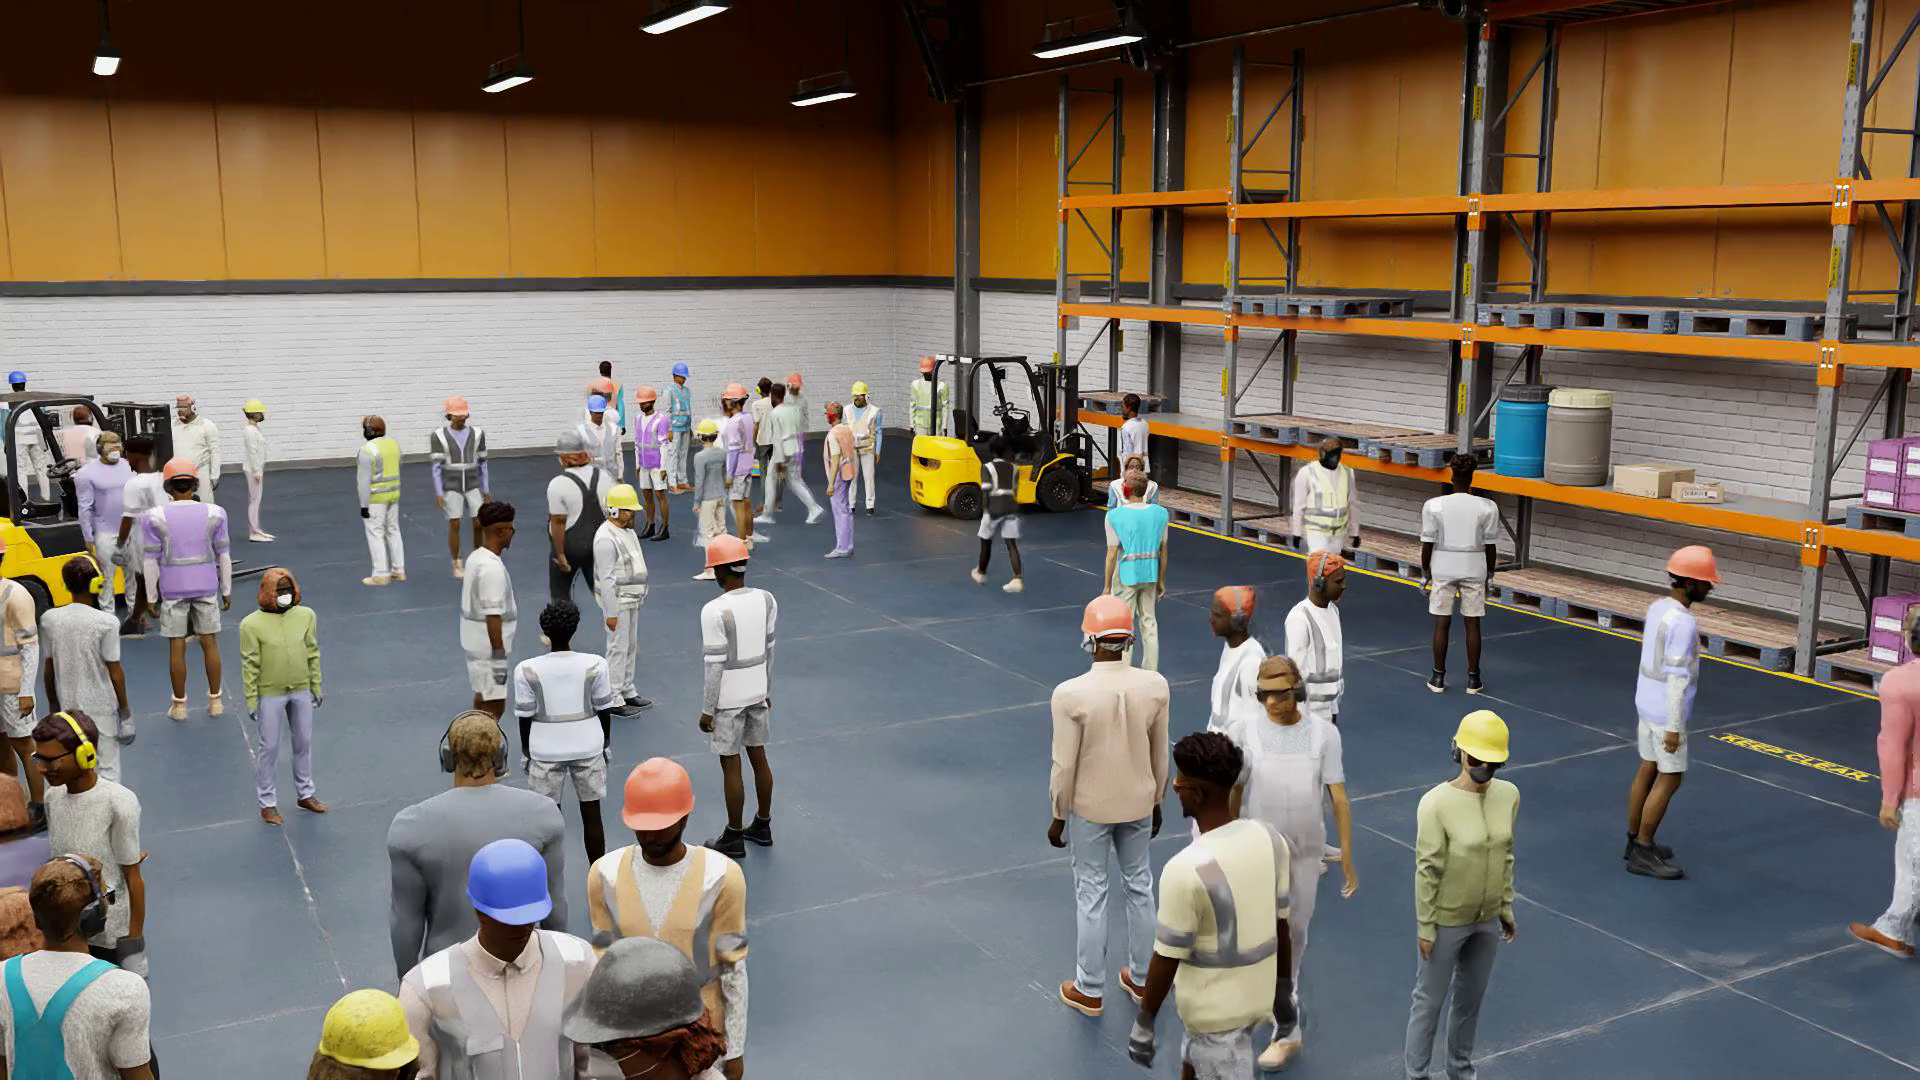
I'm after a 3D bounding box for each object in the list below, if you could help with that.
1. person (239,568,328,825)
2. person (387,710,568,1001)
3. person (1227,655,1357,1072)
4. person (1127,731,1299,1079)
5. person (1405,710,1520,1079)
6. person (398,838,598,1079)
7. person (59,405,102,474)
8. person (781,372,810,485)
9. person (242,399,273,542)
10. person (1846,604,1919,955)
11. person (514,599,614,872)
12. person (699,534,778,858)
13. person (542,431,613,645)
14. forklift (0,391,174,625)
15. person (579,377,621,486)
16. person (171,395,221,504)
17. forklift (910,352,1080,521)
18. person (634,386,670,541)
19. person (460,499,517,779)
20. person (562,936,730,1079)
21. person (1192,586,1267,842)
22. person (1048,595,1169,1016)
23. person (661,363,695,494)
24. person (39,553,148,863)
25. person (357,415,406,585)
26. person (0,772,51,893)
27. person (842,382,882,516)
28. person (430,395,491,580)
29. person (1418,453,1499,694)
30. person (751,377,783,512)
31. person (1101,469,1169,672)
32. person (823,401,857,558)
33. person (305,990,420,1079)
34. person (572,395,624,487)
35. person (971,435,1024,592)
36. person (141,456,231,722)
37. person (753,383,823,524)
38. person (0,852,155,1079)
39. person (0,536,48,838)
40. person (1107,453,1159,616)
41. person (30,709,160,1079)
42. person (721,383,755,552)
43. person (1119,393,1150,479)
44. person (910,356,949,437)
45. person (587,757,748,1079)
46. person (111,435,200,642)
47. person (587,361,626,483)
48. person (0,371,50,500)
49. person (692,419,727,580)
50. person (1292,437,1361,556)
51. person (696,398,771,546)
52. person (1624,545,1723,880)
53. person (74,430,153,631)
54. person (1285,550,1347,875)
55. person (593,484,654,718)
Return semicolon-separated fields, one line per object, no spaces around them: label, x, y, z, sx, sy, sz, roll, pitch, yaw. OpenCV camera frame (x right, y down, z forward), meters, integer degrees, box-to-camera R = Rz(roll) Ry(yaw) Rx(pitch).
person;-4.259;0.971;10.464;0.276;1.627;0.497;9;13;42
person;-1.761;1.575;6.140;0.636;1.928;0.386;-5;11;-26
person;1.463;1.409;7.417;0.552;1.815;0.629;1;10;3
person;0.879;1.616;5.932;1.011;1.908;0.622;9;13;42
person;2.069;1.542;6.783;0.526;1.765;0.329;-5;11;-27
person;-1.307;1.791;4.853;0.604;1.939;0.416;-6;11;-31
person;-10.028;-0.651;19.240;0.650;1.821;0.555;2;10;14
person;-2.589;-1.723;25.637;0.583;1.732;0.582;-7;12;-35
person;-8.712;-0.862;20.619;0.326;1.767;0.532;-3;10;-19
person;4.858;1.259;8.118;0.630;1.887;0.982;-3;10;-19
person;-2.166;1.165;9.148;0.532;1.696;0.319;-3;10;-17
person;-1.337;0.921;9.882;0.367;1.930;0.542;8;13;38
person;-3.376;-0.009;14.912;0.958;2.000;0.682;9;13;43
forklift;-9.026;-0.363;16.508;1.214;2.155;2.313;6;11;29
person;-4.552;-1.038;20.934;0.623;2.015;0.914;4;11;21
person;-9.076;-0.762;19.638;0.652;1.906;0.403;0;10;3
forklift;0.460;-1.461;22.833;2.313;2.155;1.214;-5;11;-28
person;-3.848;-0.950;20.660;0.544;1.930;0.389;7;12;36
person;-3.117;0.707;11.078;0.438;1.950;0.661;-5;11;-26
person;-0.728;1.902;3.915;0.536;2.000;0.684;-8;13;-39
person;1.369;1.149;8.754;0.749;1.856;0.588;1;10;7
person;0.692;1.243;7.837;0.612;1.995;0.393;-4;11;-21
person;-4.170;-1.660;24.703;0.393;1.943;0.602;5;11;25
person;-5.029;1.005;9.618;0.526;1.856;0.320;2;10;11
person;-6.278;-0.436;17.979;0.429;1.834;0.630;4;11;20
person;-3.657;1.692;6.376;0.324;1.616;0.528;7;12;36
person;-1.349;-1.231;22.542;0.589;1.834;0.403;2;10;12
person;-5.453;-0.579;18.215;0.627;2.036;0.398;-5;11;-28
person;4.043;0.273;13.506;0.605;1.966;0.373;3;10;16
person;-2.659;-1.307;22.895;0.535;1.864;0.312;-8;13;-40
person;1.416;0.348;13.419;0.570;1.843;0.377;-4;11;-23
person;-1.400;-0.701;19.469;0.375;1.839;0.567;2;10;14
person;-1.511;1.985;4.319;0.326;1.736;0.486;5;11;24
person;-4.195;-0.721;19.321;0.615;1.940;0.416;-7;12;-35
person;0.405;-0.288;17.655;0.585;1.629;0.866;-7;12;-36
person;-5.907;0.376;12.738;0.611;2.032;0.411;-7;12;-34
person;-2.271;-1.129;21.872;0.925;1.879;0.612;3;10;17
person;-2.603;1.828;4.945;0.501;1.839;0.347;1;10;6
person;-5.865;0.873;10.135;0.551;1.935;0.371;5;11;26
person;1.680;-0.032;16.198;0.514;1.642;0.310;-1;10;-3
person;-3.350;1.558;6.445;0.525;1.857;0.344;5;11;25
person;-2.631;-0.834;19.655;0.372;2.044;0.608;2;10;12
person;2.042;-0.770;19.648;0.379;1.918;0.597;5;11;27
person;-0.468;-1.729;24.839;0.605;2.034;0.389;2;10;14
person;-0.985;1.662;5.615;0.543;1.932;0.378;1;10;4
person;-7.410;-0.004;15.271;0.996;1.922;0.610;0;10;1
person;-5.428;-1.788;25.541;0.588;1.911;0.397;2;10;11
person;-13.001;-1.381;23.126;0.425;1.938;0.604;7;12;36
person;-2.738;-0.442;18.188;0.308;1.772;0.525;5;11;27
person;3.542;-0.067;15.862;0.659;1.823;0.604;-4;11;-21
person;-2.811;-0.844;20.269;0.933;1.878;0.601;-3;10;-15
person;4.105;0.981;9.568;0.418;1.924;0.596;2;10;10
person;-7.928;-0.071;15.611;0.385;1.929;0.635;7;12;37
person;2.052;0.989;9.643;0.358;1.880;0.576;7;12;33
person;-2.604;0.469;12.817;0.403;1.817;0.601;1;10;5
